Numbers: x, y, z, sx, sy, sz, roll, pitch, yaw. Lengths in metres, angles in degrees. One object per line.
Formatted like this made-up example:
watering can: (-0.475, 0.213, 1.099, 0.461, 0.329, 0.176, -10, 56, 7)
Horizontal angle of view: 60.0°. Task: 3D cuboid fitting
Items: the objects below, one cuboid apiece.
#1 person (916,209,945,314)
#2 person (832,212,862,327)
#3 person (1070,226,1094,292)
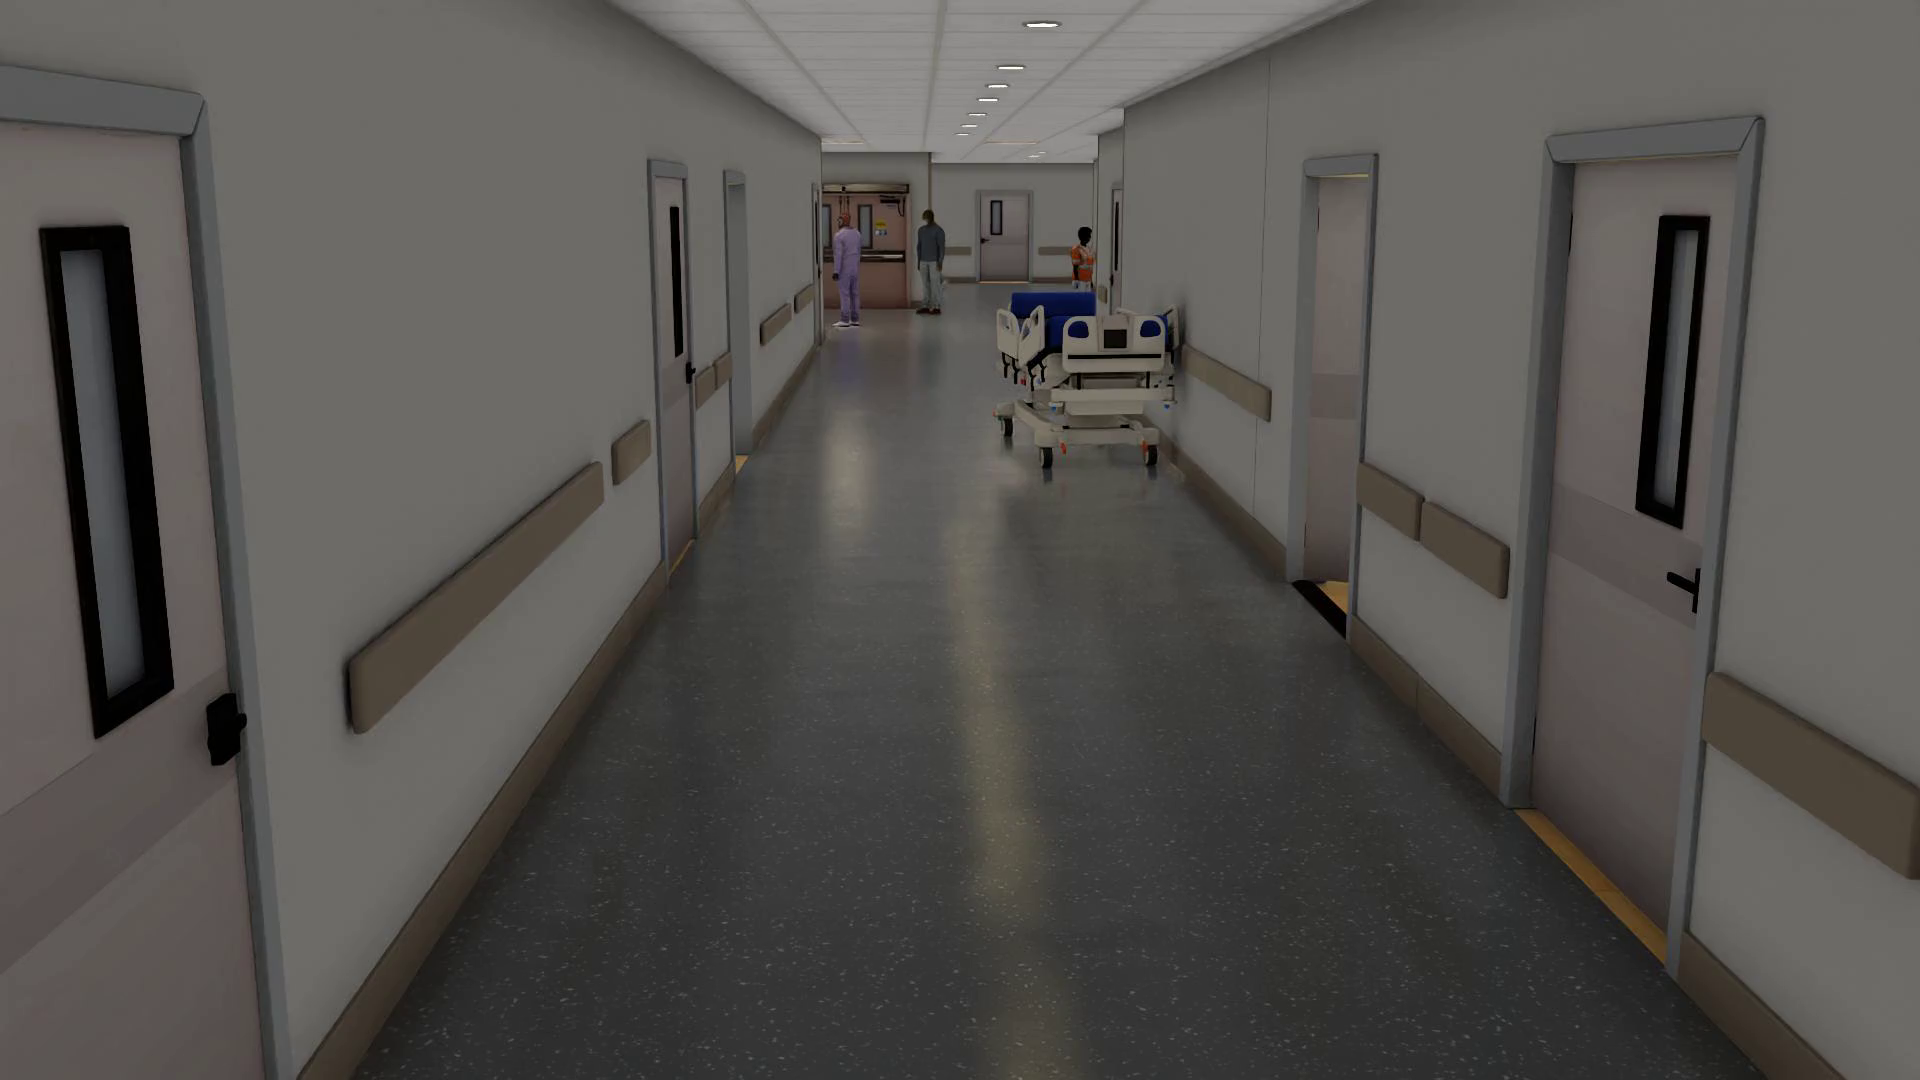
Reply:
person: (-0.549, -5.162, 30.898, 0.630, 1.938, 0.369, 10, 15, 40)
person: (-1.929, -4.541, 27.948, 0.404, 1.911, 0.636, 8, 14, 34)
person: (1.958, -4.145, 26.538, 0.318, 1.696, 0.532, 8, 14, 34)
